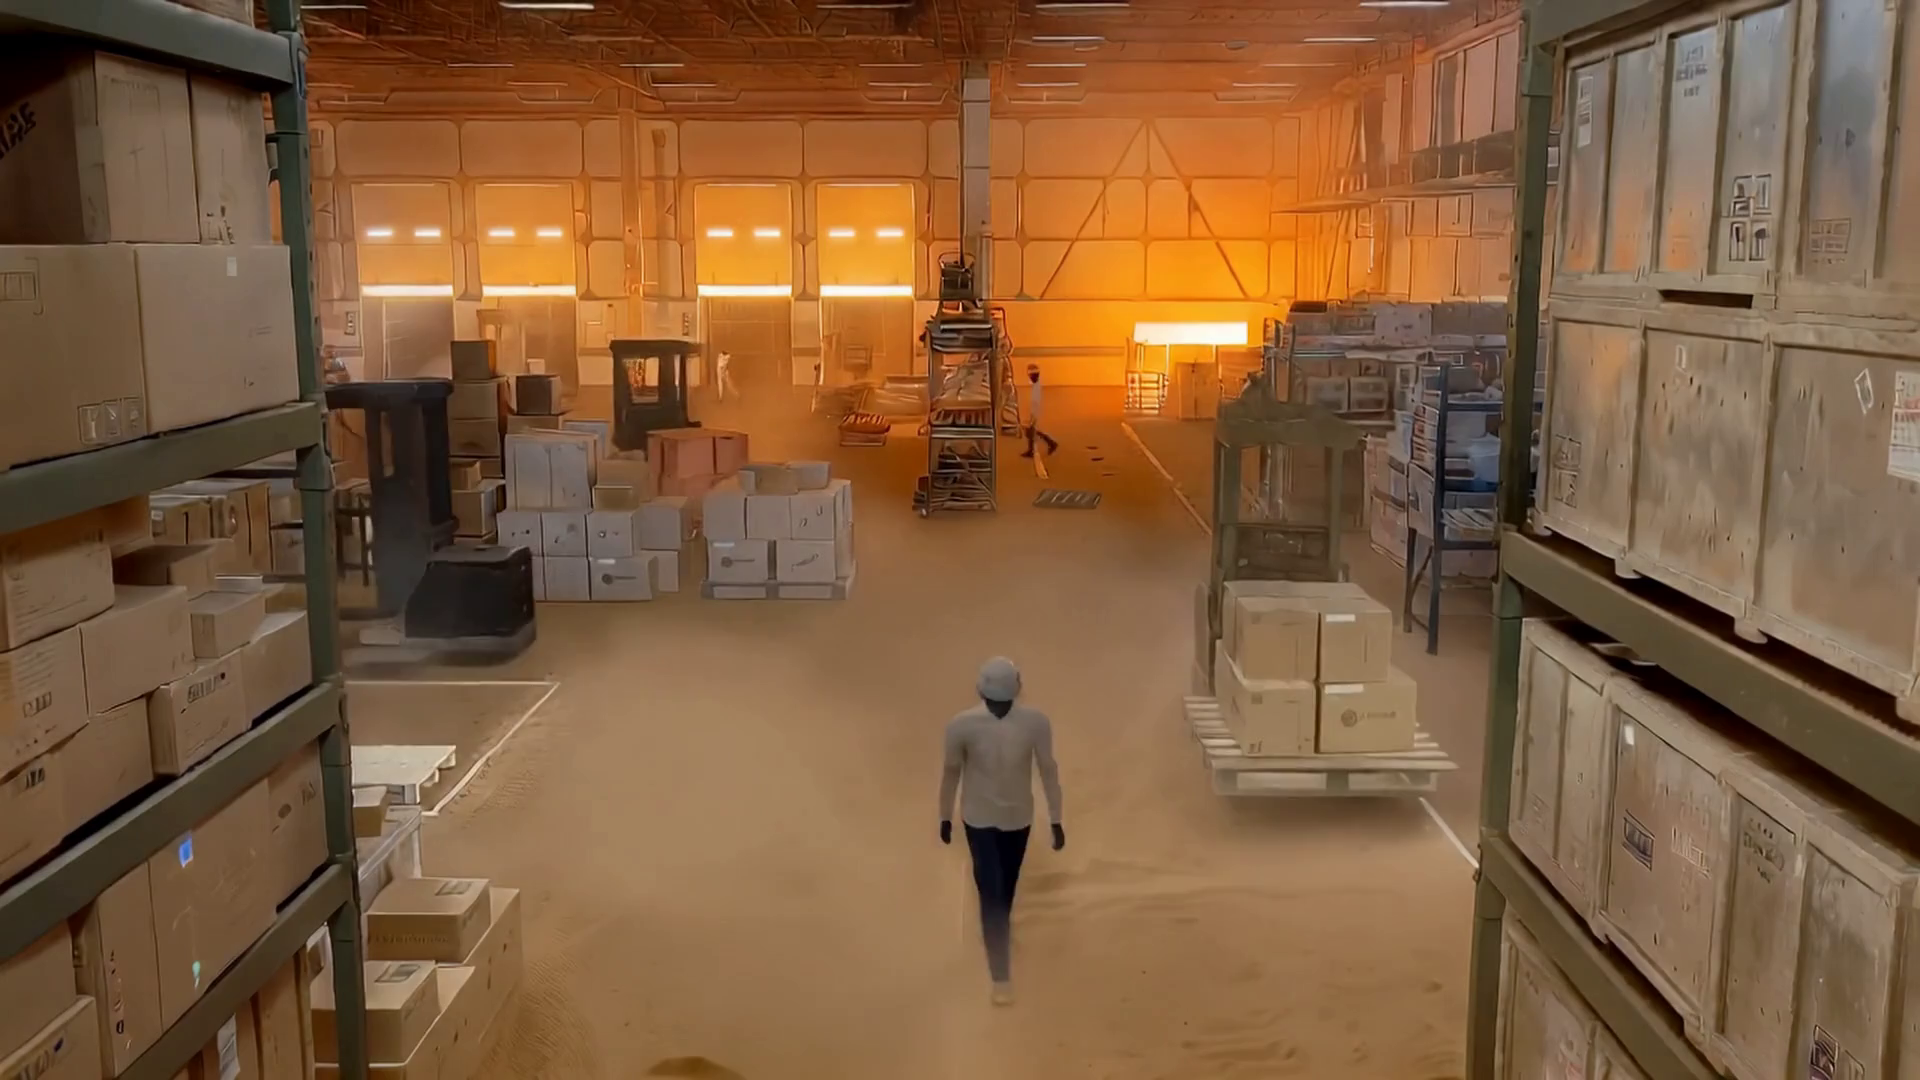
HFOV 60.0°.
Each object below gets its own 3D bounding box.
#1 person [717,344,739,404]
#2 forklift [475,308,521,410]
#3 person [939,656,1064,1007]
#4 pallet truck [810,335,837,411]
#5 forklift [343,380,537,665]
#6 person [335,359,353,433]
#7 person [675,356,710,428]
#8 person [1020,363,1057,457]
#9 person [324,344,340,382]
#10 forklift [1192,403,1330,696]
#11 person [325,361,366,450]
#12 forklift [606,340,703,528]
[{"bbox_3d":[-6.383,-4.545,45.528,0.522,1.621,0.623,8,13,38],"label":"person"},{"bbox_3d":[-10.763,-4.011,38.844,1.129,2.768,1.873,0,10,1],"label":"forklift"},{"bbox_3d":[0.229,1.556,9.485,0.665,1.930,1.068,-2,10,-10],"label":"person"},{"bbox_3d":[-3.021,-4.312,43.126,1.885,1.965,0.823,3,10,17],"label":"pallet truck"},{"bbox_3d":[-5.394,-0.202,16.866,1.873,2.768,1.129,0,10,0],"label":"forklift"},{"bbox_3d":[-14.053,-3.268,37.923,0.512,1.697,0.866,-6,11,-29],"label":"person"},{"bbox_3d":[-6.069,-3.230,37.153,0.927,1.910,0.634,-6,11,-30],"label":"person"},{"bbox_3d":[1.570,-2.607,33.516,0.647,1.918,0.567,-1,10,-4],"label":"person"},{"bbox_3d":[-15.911,-4.063,42.246,0.535,1.793,0.953,-9,14,-44],"label":"person"},{"bbox_3d":[2.697,0.194,14.585,1.129,2.768,1.873,0,10,1],"label":"forklift"},{"bbox_3d":[-12.934,-2.770,34.570,1.041,1.895,0.639,-2,10,-9],"label":"person"},{"bbox_3d":[-4.729,-1.598,24.923,1.129,2.768,1.873,-6,12,-33],"label":"forklift"}]
